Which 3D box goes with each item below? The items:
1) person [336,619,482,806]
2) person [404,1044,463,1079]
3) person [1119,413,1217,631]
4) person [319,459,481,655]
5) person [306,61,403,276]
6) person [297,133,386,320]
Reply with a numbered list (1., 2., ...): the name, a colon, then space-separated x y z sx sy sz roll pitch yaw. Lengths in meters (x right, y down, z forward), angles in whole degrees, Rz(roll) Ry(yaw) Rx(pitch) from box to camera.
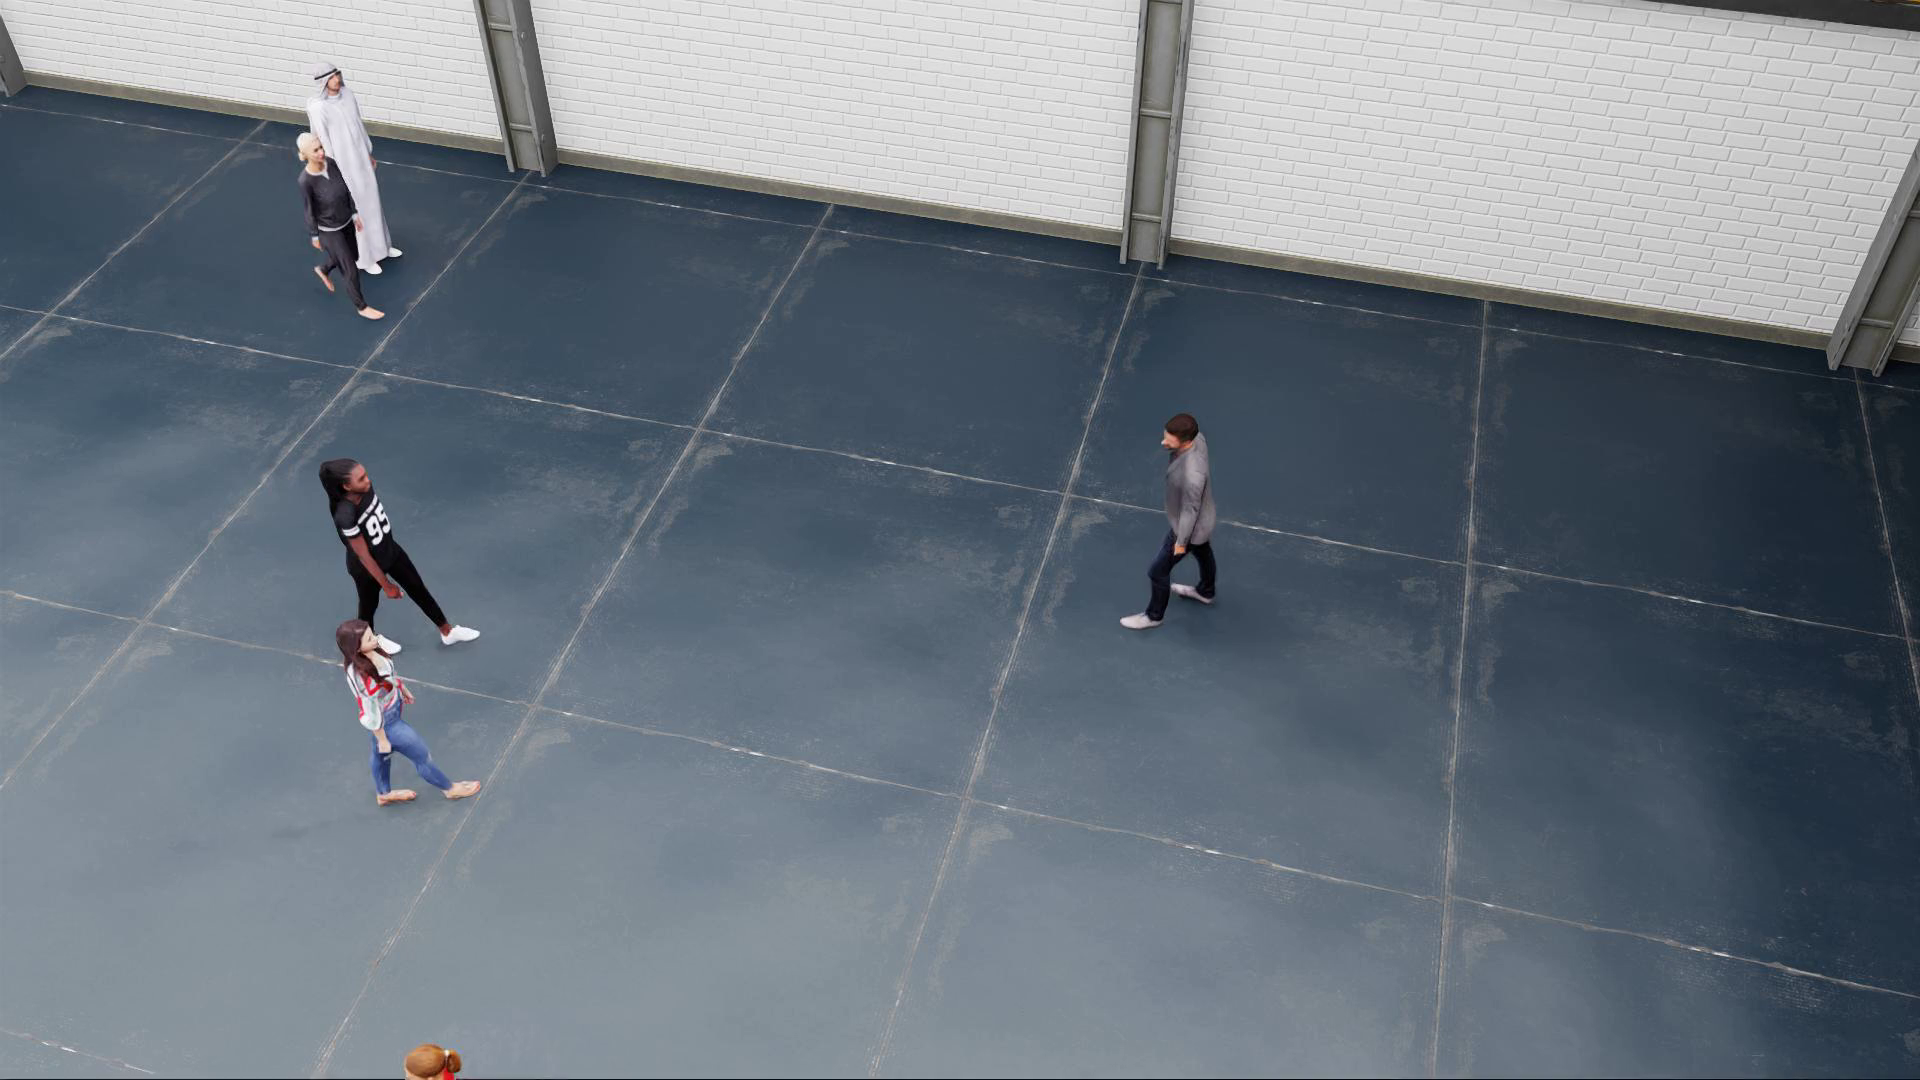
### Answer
1. person: -3.556 1.082 10.034 0.999 1.594 0.868 -10 45 -11
2. person: -2.471 2.888 8.364 0.930 1.282 0.809 -16 46 -16
3. person: 1.583 -0.124 11.124 0.894 1.837 0.740 13 45 13
4. person: -3.928 0.157 10.929 1.072 1.698 0.696 6 44 6
5. person: -5.261 -3.237 14.327 0.690 1.925 0.734 17 46 17
6. person: -5.283 -2.654 13.875 0.985 1.704 0.646 15 46 15
